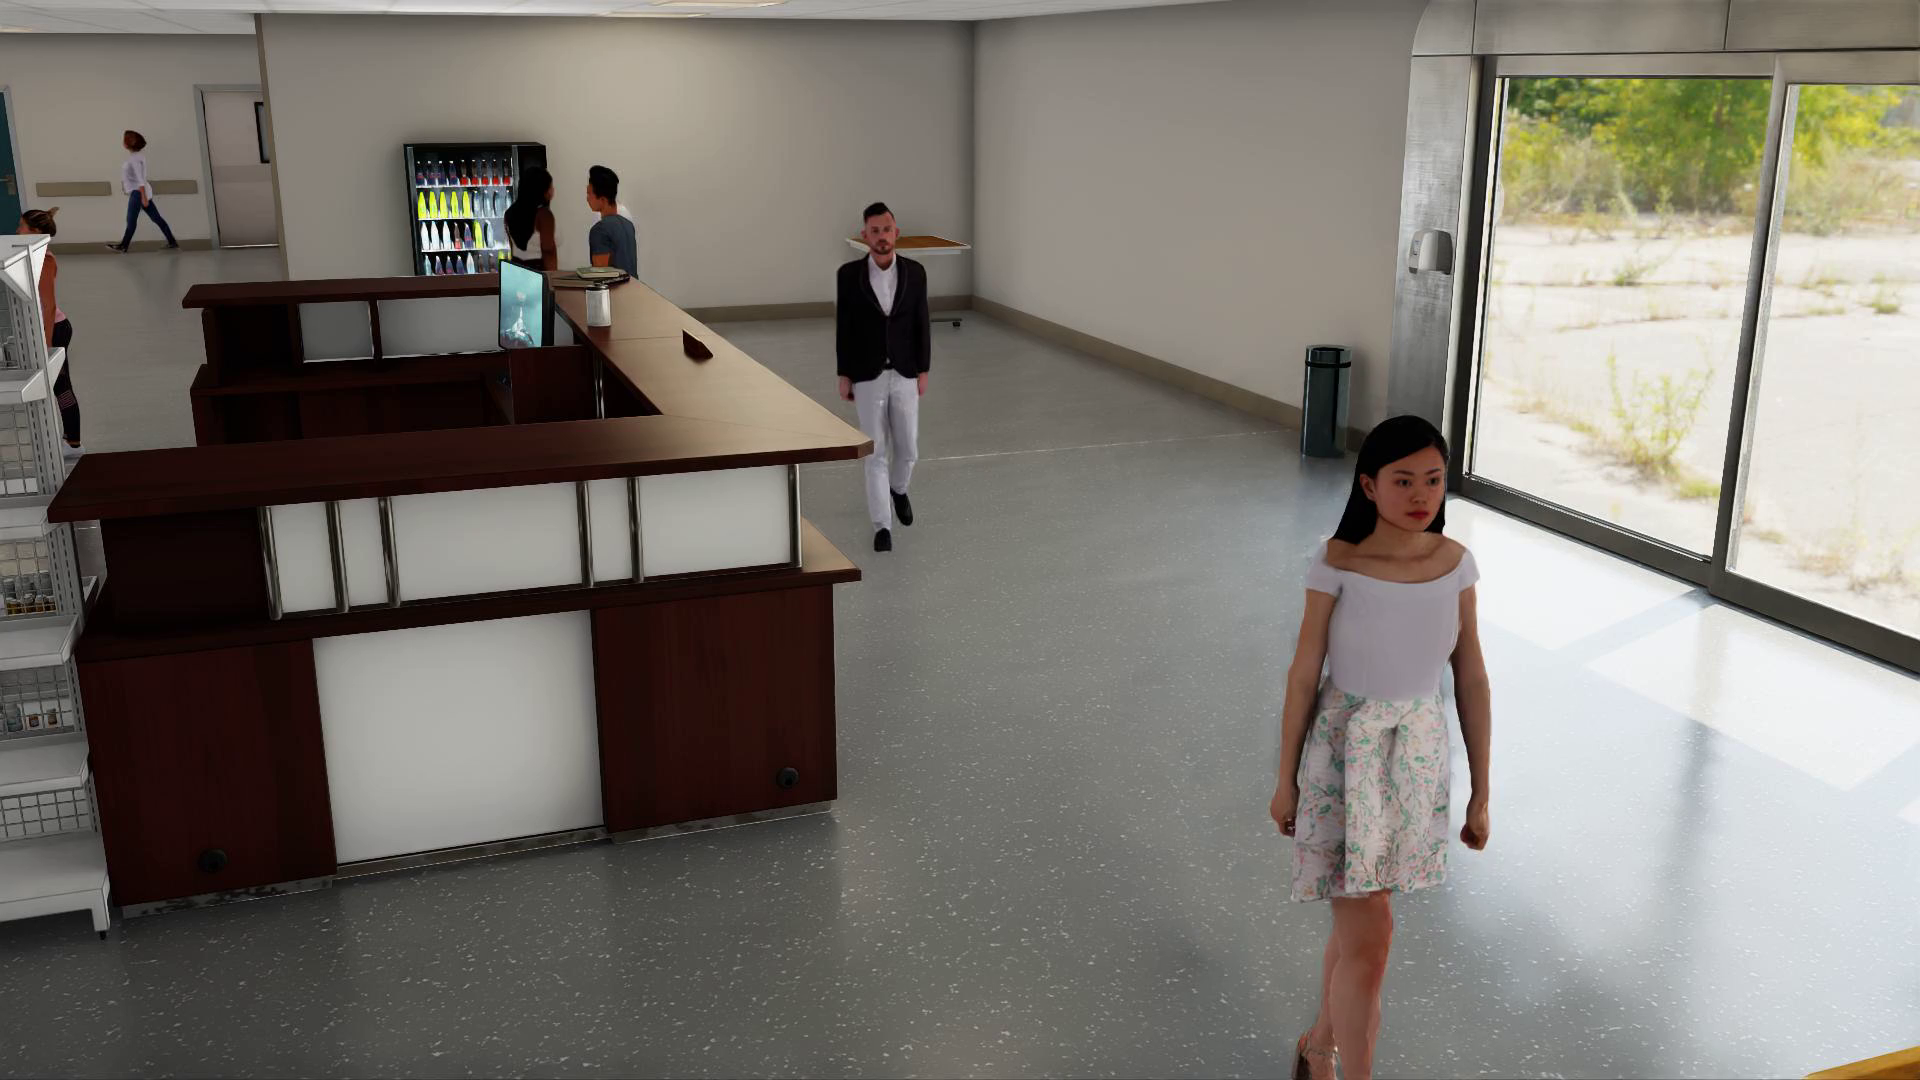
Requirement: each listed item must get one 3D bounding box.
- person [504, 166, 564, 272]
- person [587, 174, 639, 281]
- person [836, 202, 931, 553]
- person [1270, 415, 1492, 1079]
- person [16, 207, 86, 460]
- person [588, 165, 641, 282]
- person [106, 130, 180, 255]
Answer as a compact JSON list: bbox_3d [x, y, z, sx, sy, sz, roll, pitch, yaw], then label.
[{"bbox_3d":[-3.258,-1.907,12.614,0.939,1.791,0.981,6,17,21],"label":"person"},{"bbox_3d":[-2.338,-1.650,11.713,1.001,1.785,0.907,5,16,17],"label":"person"},{"bbox_3d":[-0.413,-0.874,8.877,0.805,1.831,0.816,-2,16,-7],"label":"person"},{"bbox_3d":[0.931,0.568,3.899,0.800,1.757,0.770,-3,16,-10],"label":"person"},{"bbox_3d":[-5.986,-1.364,10.969,0.597,1.640,0.600,-9,18,-29],"label":"person"},{"bbox_3d":[-2.631,-1.964,12.795,0.783,1.803,0.747,6,17,20],"label":"person"},{"bbox_3d":[-11.275,-4.802,23.113,1.139,1.667,0.701,-5,16,-16],"label":"person"}]
